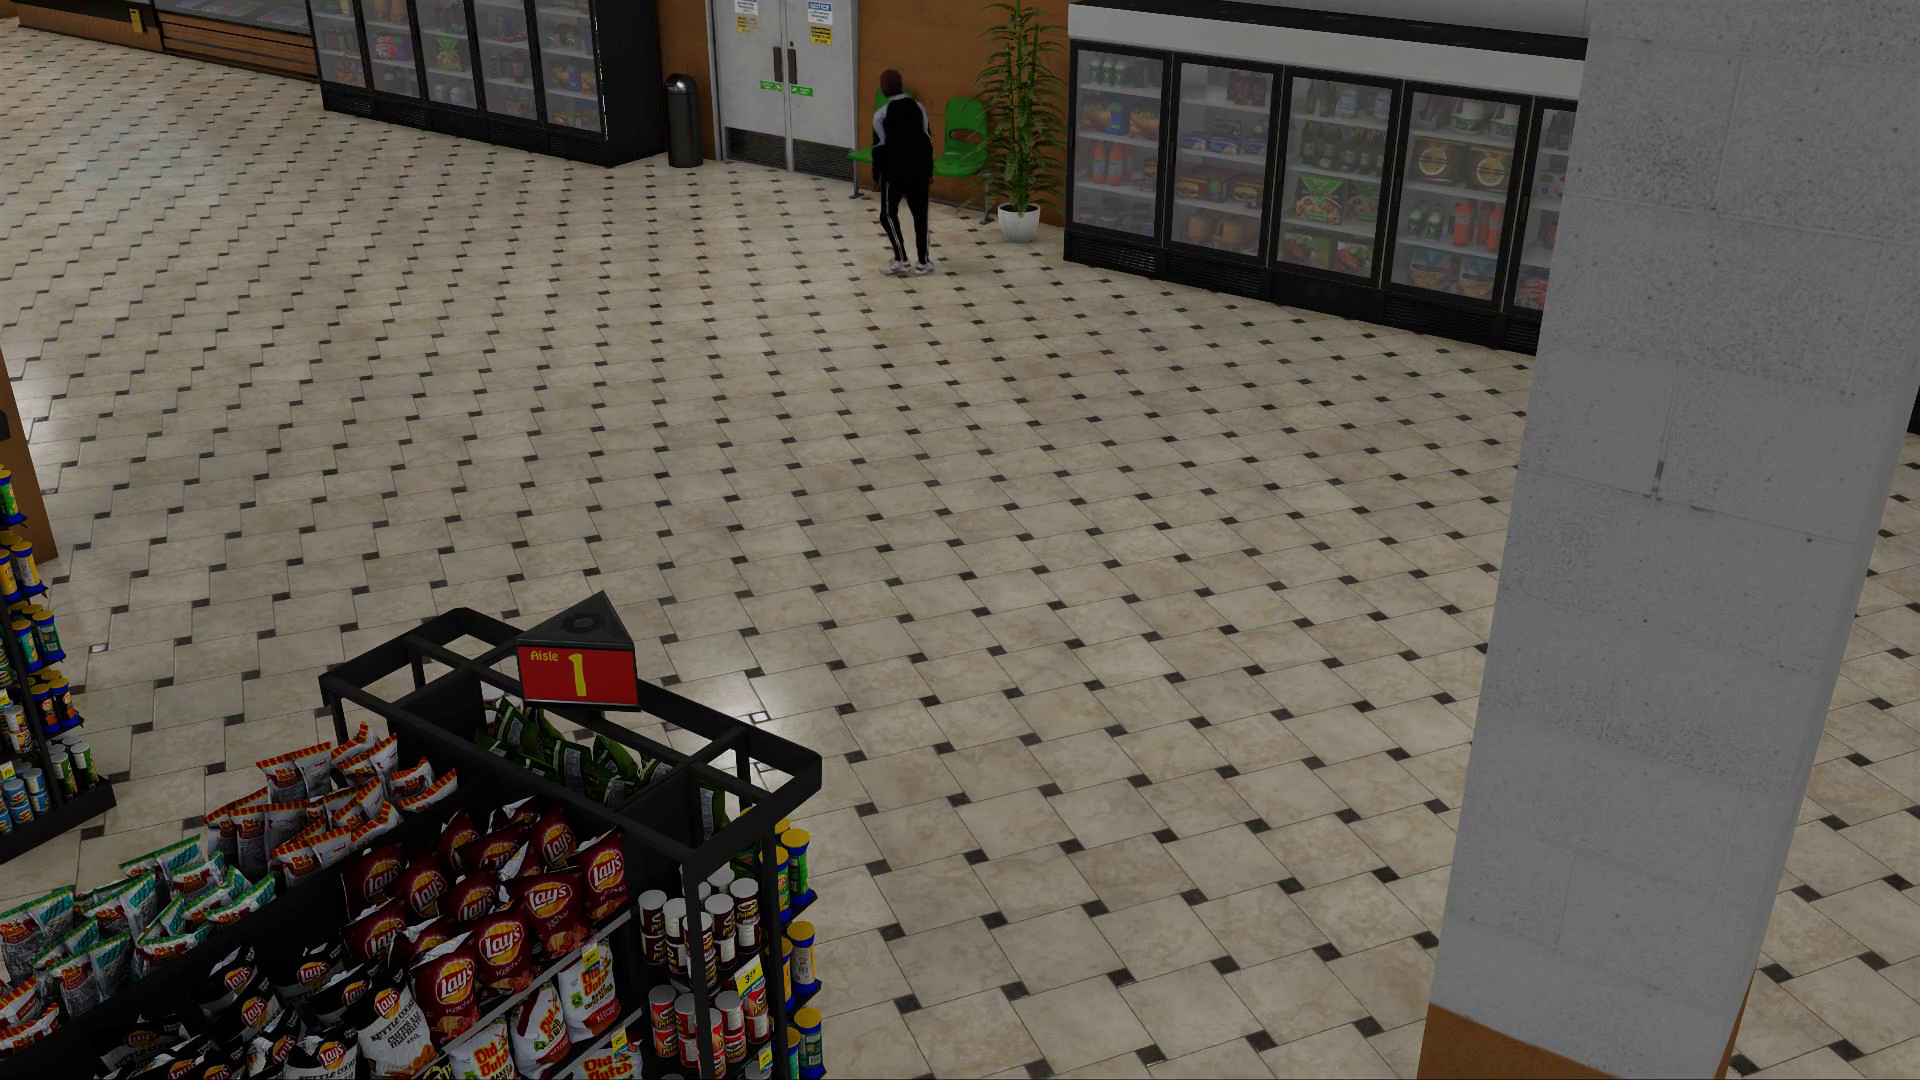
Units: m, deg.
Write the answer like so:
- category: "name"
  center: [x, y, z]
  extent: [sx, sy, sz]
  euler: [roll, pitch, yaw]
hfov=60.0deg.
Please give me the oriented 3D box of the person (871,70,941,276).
- category: "person"
  center: [-0.483, -3.242, 14.718]
  extent: [0.794, 1.807, 0.884]
  euler: [0, 27, 0]
